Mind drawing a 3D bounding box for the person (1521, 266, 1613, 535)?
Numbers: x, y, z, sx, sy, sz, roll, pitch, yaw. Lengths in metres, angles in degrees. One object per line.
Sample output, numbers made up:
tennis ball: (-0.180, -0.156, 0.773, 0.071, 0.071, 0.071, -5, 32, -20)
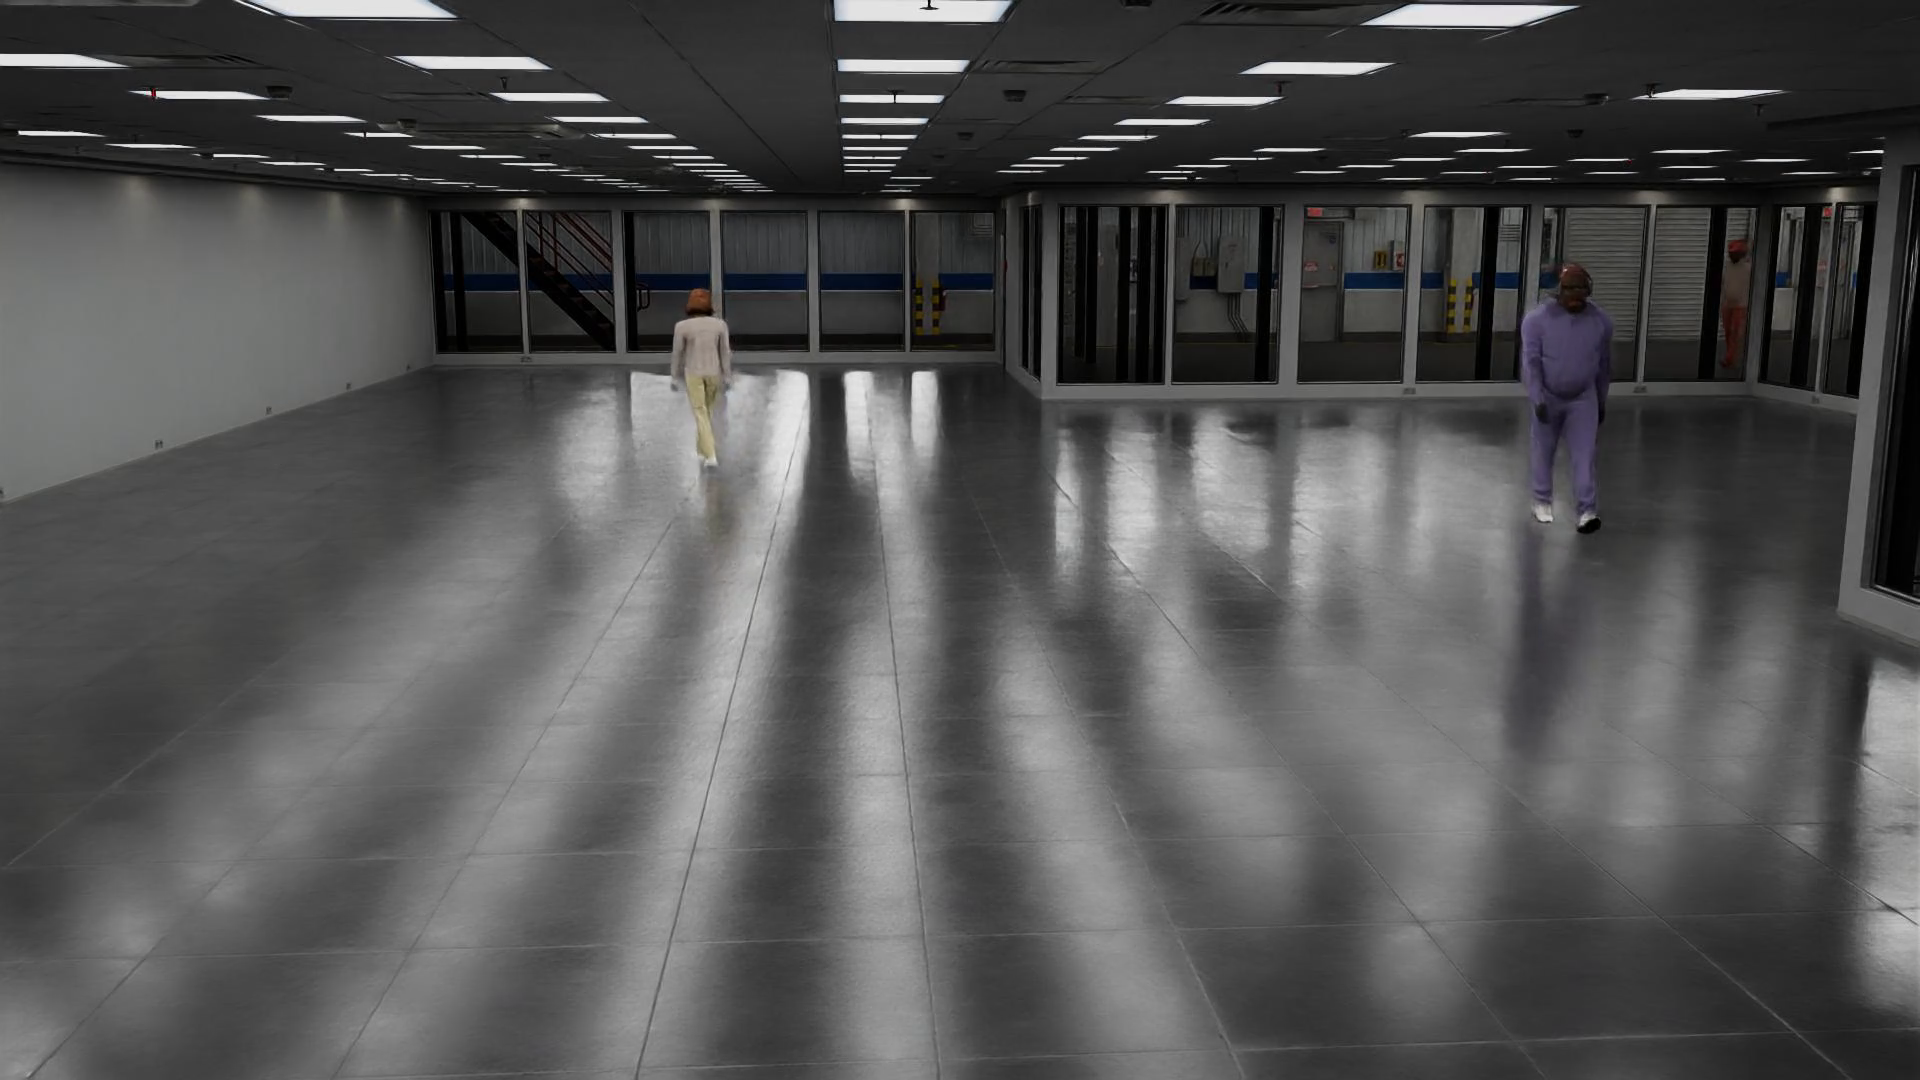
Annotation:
person: (4.232, -0.975, 11.609, 0.638, 1.842, 1.047, 2, 11, 9)

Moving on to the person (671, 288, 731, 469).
person: (-2.297, -1.444, 14.819, 0.511, 1.593, 0.839, -6, 12, -27)
